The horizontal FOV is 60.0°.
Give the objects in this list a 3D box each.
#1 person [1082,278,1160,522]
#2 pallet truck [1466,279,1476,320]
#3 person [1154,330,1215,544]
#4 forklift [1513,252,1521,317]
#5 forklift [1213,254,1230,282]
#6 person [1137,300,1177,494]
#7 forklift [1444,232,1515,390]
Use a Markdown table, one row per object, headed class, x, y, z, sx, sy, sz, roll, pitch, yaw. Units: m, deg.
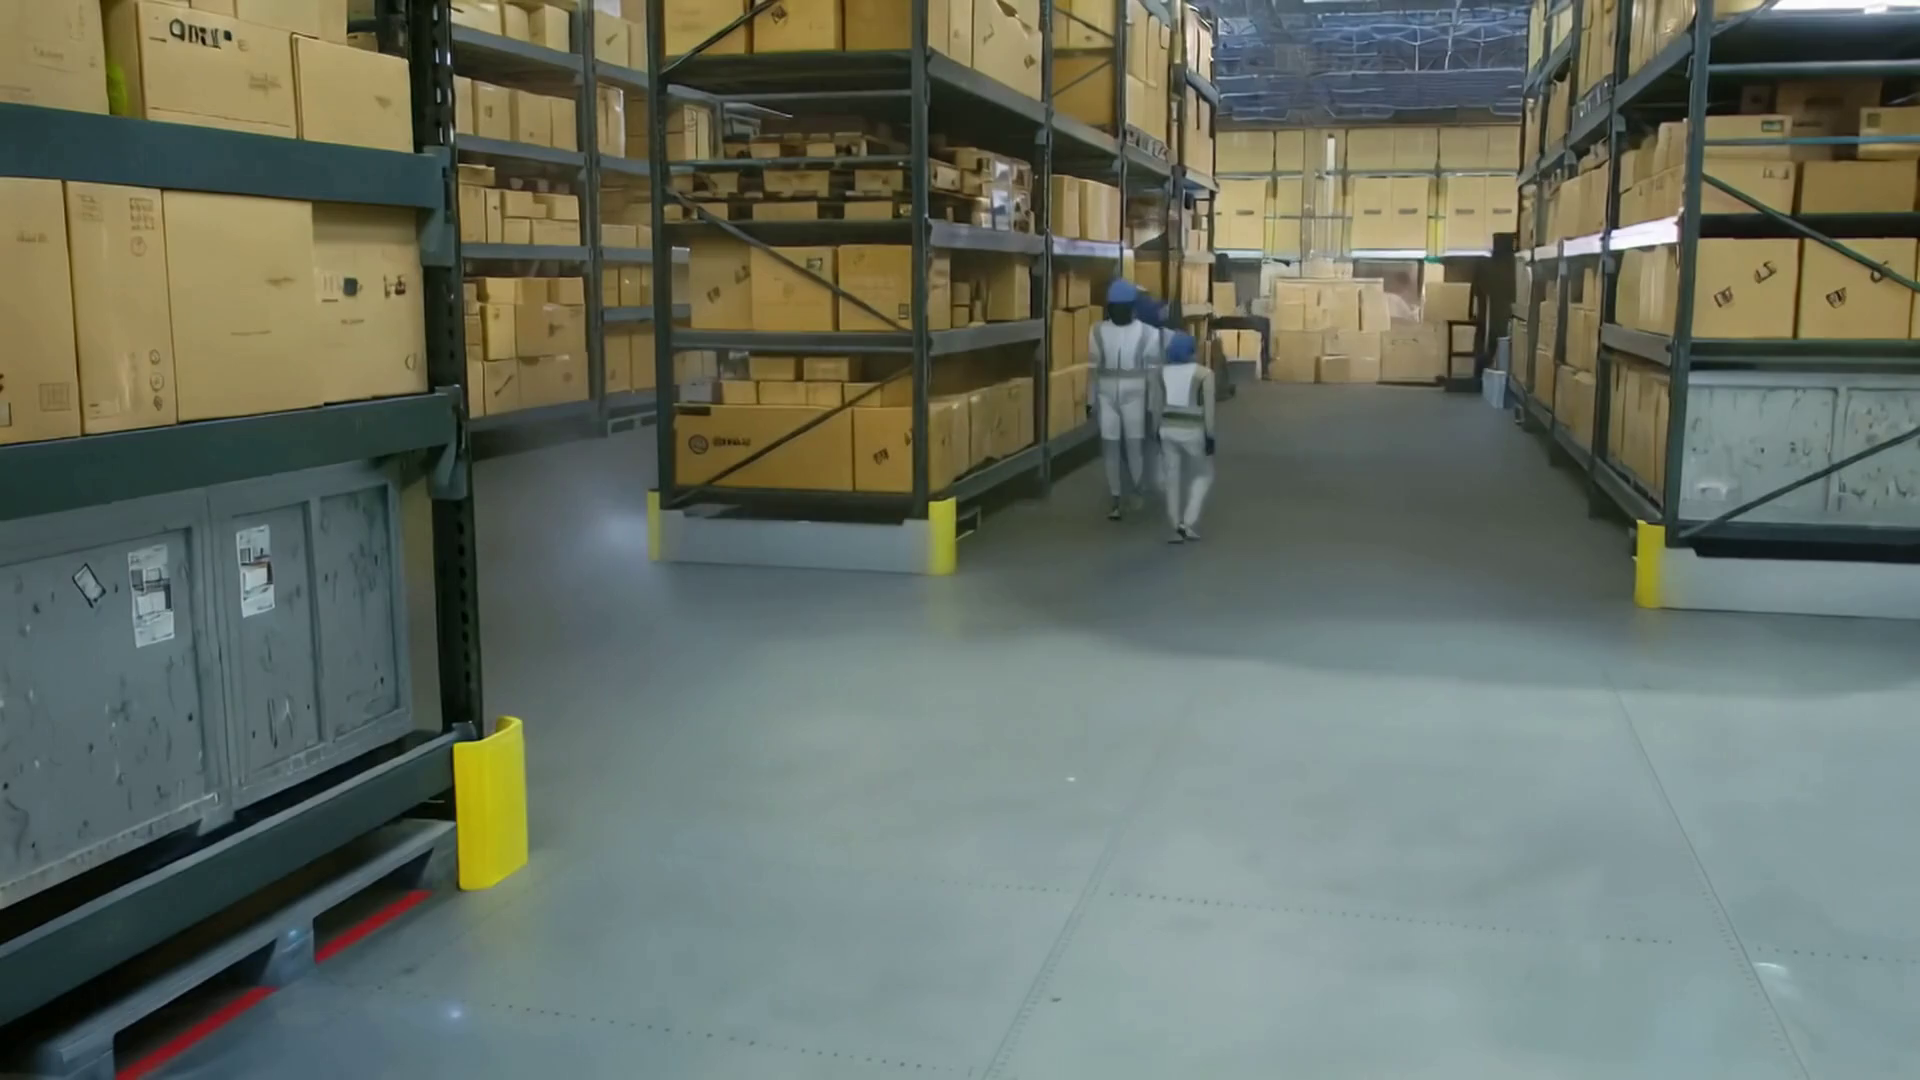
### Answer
| class | x | y | z | sx | sy | sz | roll | pitch | yaw |
| --- | --- | --- | --- | --- | --- | --- | --- | --- | --- |
| person | 1.340 | -1.164 | 13.868 | 0.617 | 2.027 | 0.466 | 3 | 9 | 16 |
| pallet truck | 18.896 | -8.459 | 60.307 | 1.885 | 1.965 | 0.823 | 5 | 10 | 31 |
| person | 1.713 | -0.778 | 12.667 | 0.544 | 1.623 | 0.375 | 6 | 11 | 34 |
| forklift | 14.837 | -6.388 | 44.357 | 1.129 | 2.768 | 1.873 | 5 | 10 | 30 |
| forklift | 8.566 | -8.070 | 55.044 | 1.873 | 2.768 | 1.129 | -2 | 9 | -14 |
| person | 1.750 | -1.334 | 15.609 | 0.627 | 1.830 | 0.430 | 2 | 9 | 13 |
| forklift | 9.650 | -4.075 | 29.659 | 1.873 | 2.768 | 1.129 | 2 | 9 | 13 |
